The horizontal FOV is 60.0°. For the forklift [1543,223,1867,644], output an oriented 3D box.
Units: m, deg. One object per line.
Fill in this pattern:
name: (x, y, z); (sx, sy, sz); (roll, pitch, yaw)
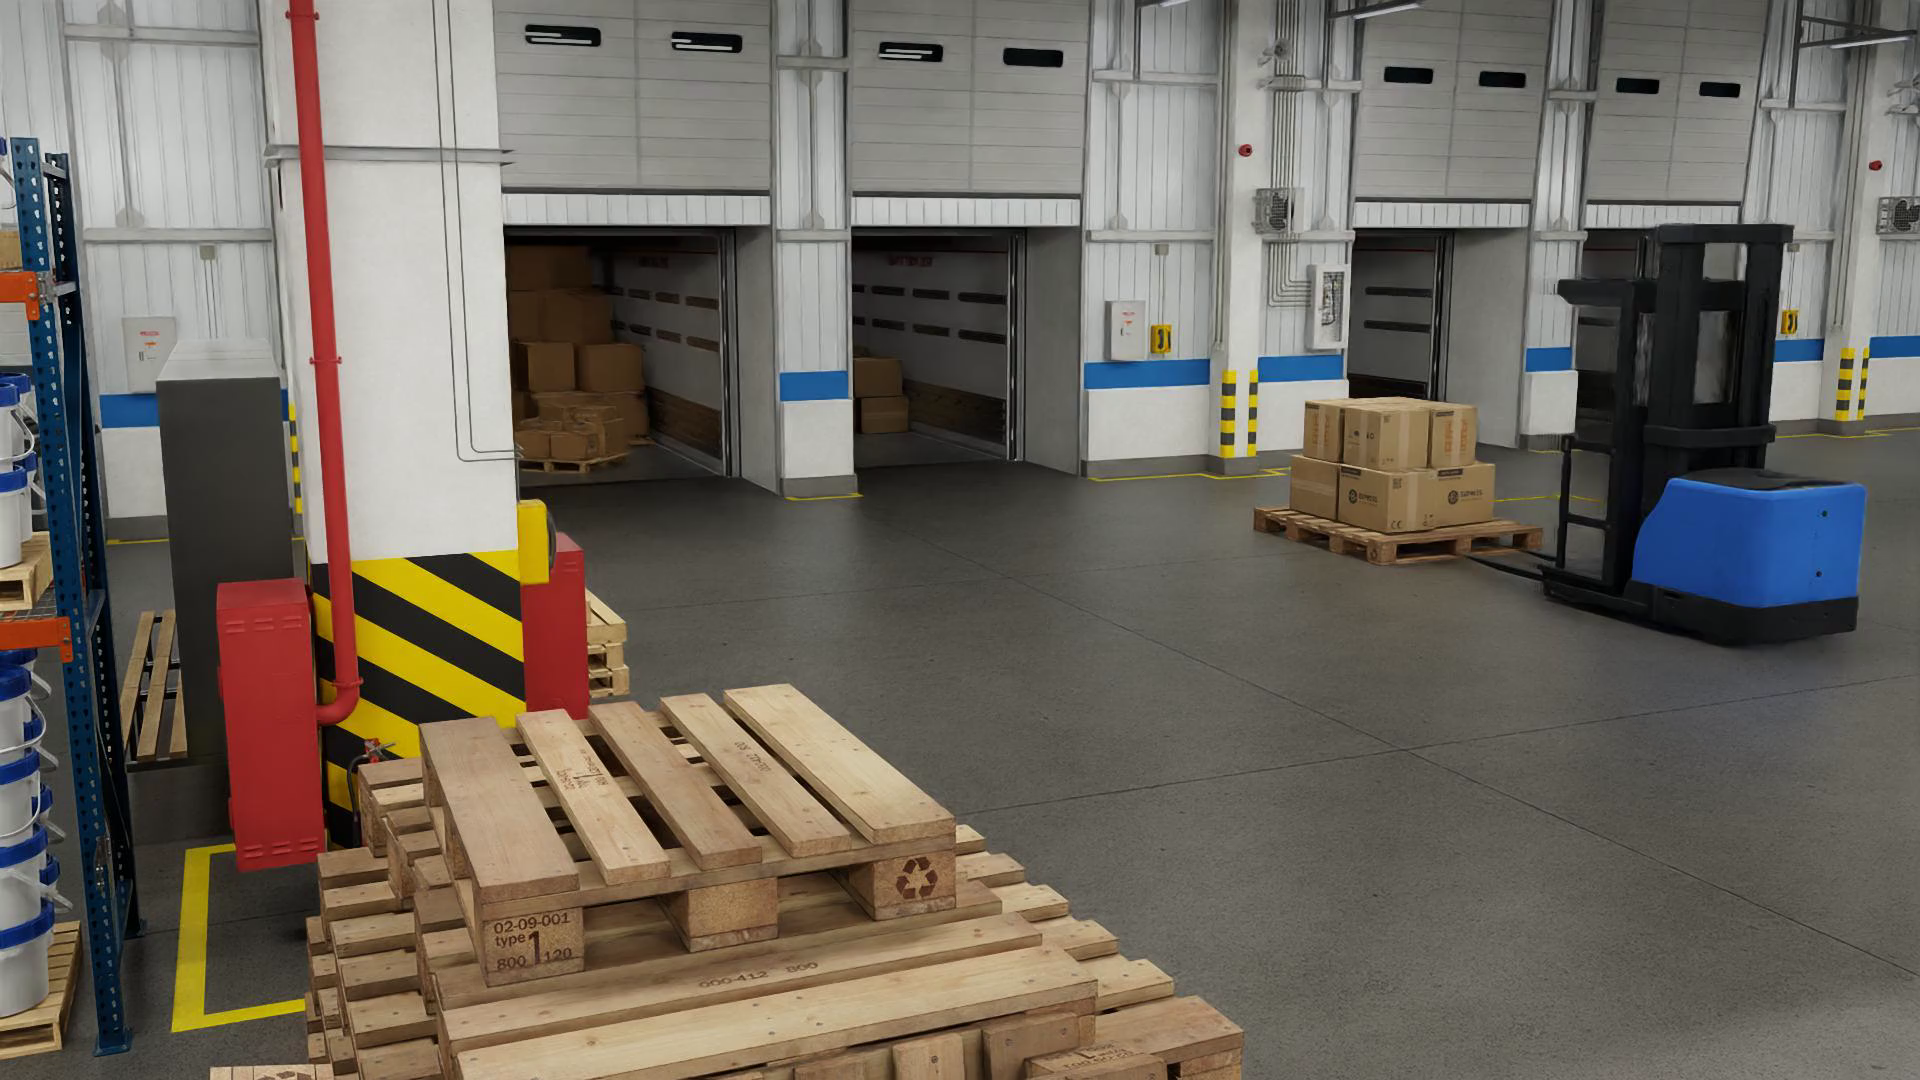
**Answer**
forklift: (5.296, -0.822, 11.716); (1.129, 2.768, 1.873); (-4, 11, -23)
